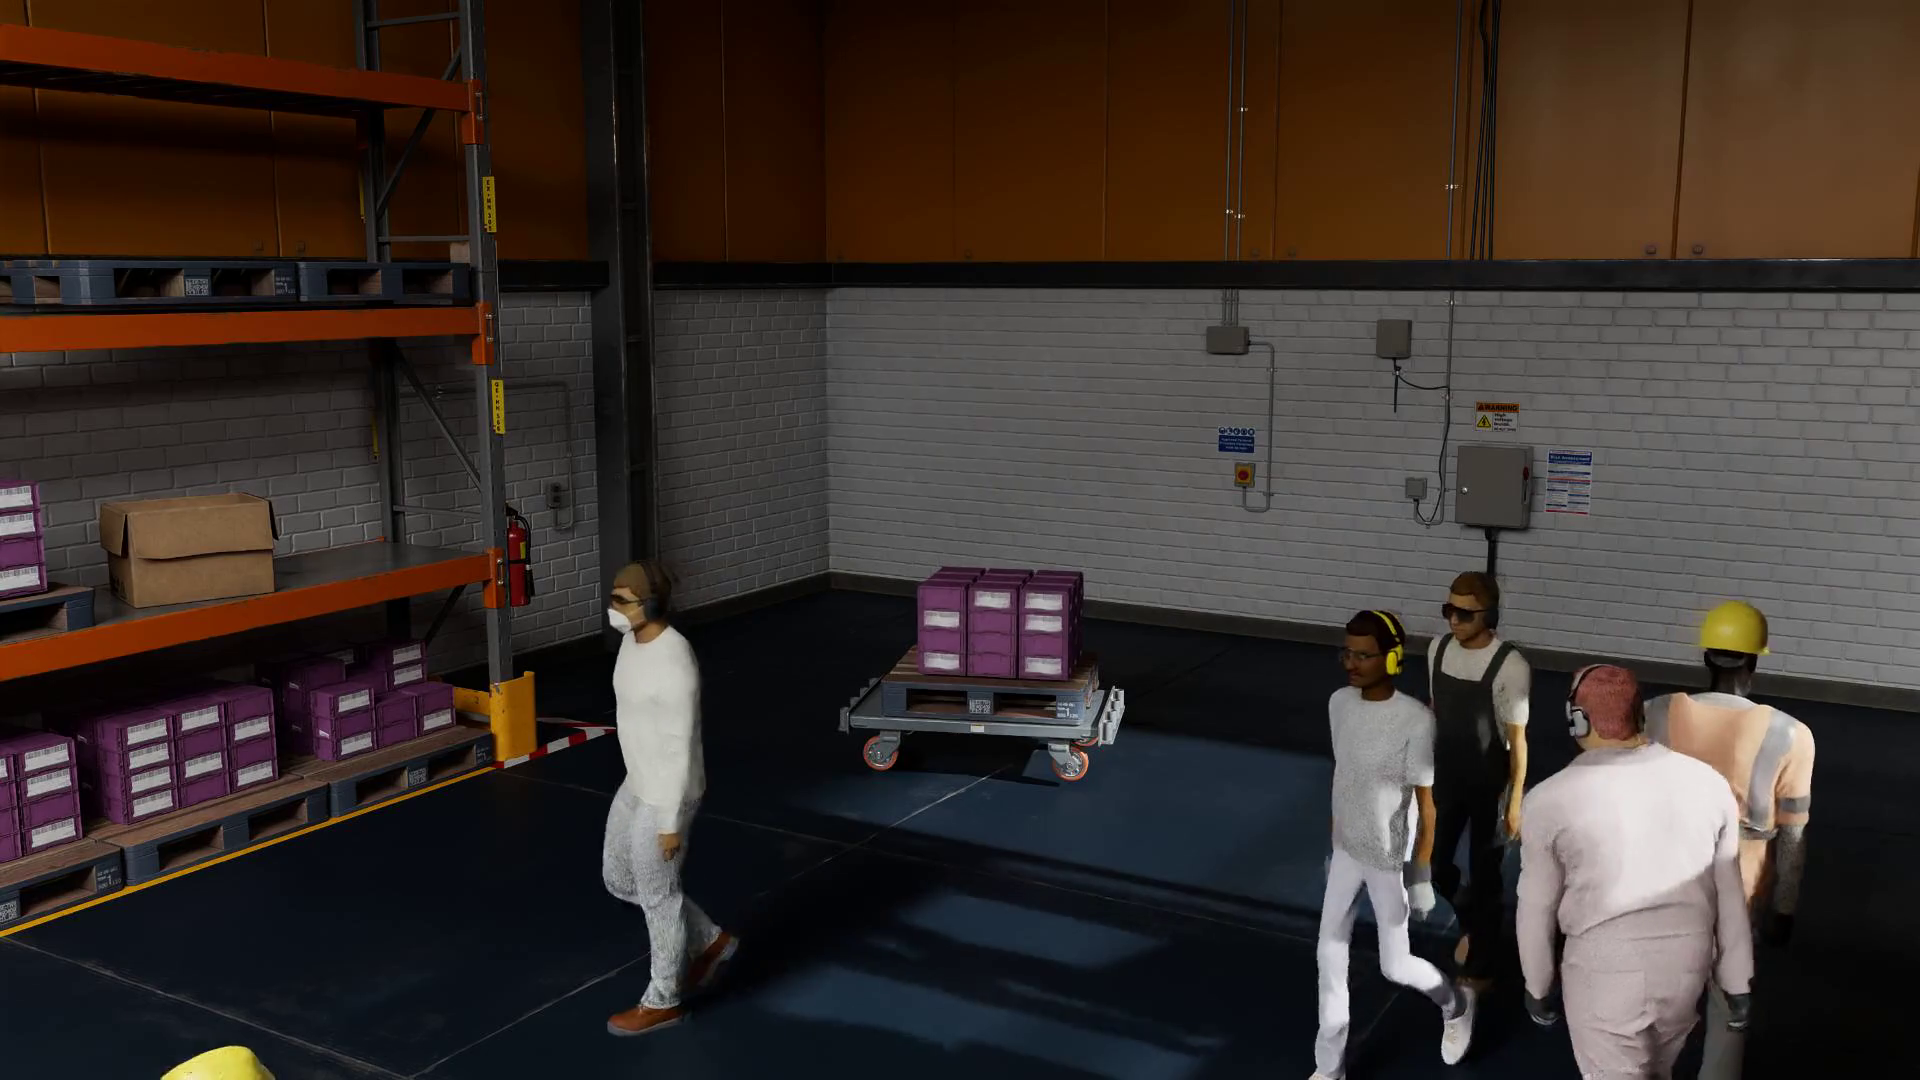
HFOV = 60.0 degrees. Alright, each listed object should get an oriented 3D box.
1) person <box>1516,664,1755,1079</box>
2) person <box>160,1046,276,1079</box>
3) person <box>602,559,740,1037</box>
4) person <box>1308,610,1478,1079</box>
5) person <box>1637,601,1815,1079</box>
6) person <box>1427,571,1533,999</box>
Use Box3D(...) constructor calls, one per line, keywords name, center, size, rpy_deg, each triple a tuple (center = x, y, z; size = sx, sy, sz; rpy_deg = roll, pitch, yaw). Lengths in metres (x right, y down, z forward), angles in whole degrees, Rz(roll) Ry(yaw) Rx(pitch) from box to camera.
Box3D(name="person", center=(1.988, 1.303, 5.051), size=(0.684, 1.860, 0.727), rpy_deg=(-1, 9, -8))
Box3D(name="person", center=(-1.281, 1.713, 2.837), size=(0.408, 1.756, 0.530), rpy_deg=(-8, 12, -40))
Box3D(name="person", center=(-1.182, 1.018, 6.618), size=(0.493, 1.924, 0.657), rpy_deg=(-4, 10, -25))
Box3D(name="person", center=(1.572, 1.145, 6.113), size=(0.815, 1.845, 0.525), rpy_deg=(-6, 11, -33))
Box3D(name="person", center=(2.619, 1.163, 5.796), size=(0.589, 1.908, 0.441), rpy_deg=(6, 11, 34))
Box3D(name="person", center=(2.155, 1.018, 6.918), size=(0.469, 1.831, 0.530), rpy_deg=(-7, 11, -37))
